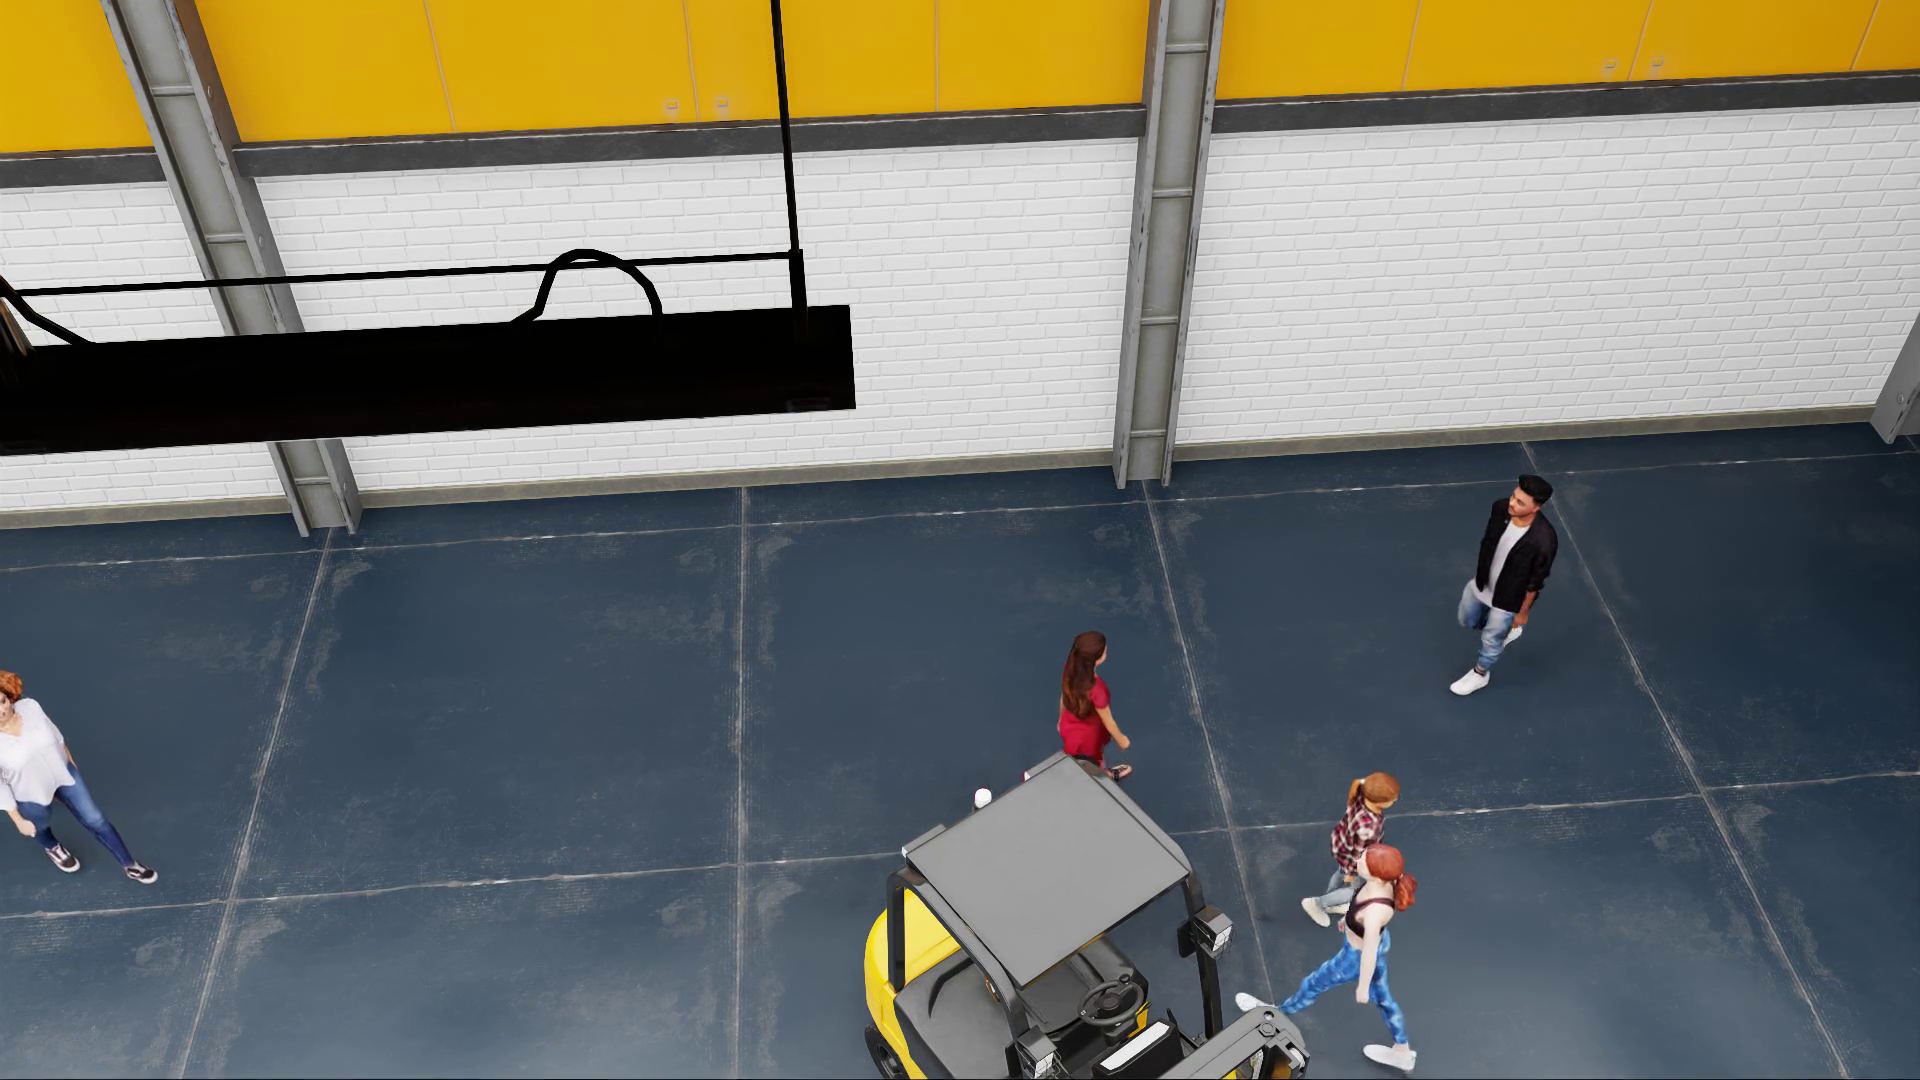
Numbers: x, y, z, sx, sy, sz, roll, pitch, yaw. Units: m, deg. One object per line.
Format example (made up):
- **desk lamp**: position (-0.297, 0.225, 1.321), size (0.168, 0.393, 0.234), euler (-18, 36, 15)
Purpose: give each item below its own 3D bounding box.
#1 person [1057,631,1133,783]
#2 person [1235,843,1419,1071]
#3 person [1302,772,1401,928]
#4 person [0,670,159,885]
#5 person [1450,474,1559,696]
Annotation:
- **person**: position (0.670, 1.163, 9.741), size (1.107, 1.520, 0.822), euler (-21, 48, -21)
- **person**: position (2.138, 2.176, 8.526), size (1.280, 1.730, 1.030), euler (19, 47, 19)
- **person**: position (2.144, 1.727, 9.311), size (0.642, 1.297, 0.586), euler (5, 44, 5)
- **person**: position (-5.285, 1.335, 9.441), size (1.163, 1.684, 1.047), euler (23, 48, 22)
- **person**: position (3.514, 0.260, 10.488), size (0.950, 1.798, 0.859), euler (-19, 47, -19)
